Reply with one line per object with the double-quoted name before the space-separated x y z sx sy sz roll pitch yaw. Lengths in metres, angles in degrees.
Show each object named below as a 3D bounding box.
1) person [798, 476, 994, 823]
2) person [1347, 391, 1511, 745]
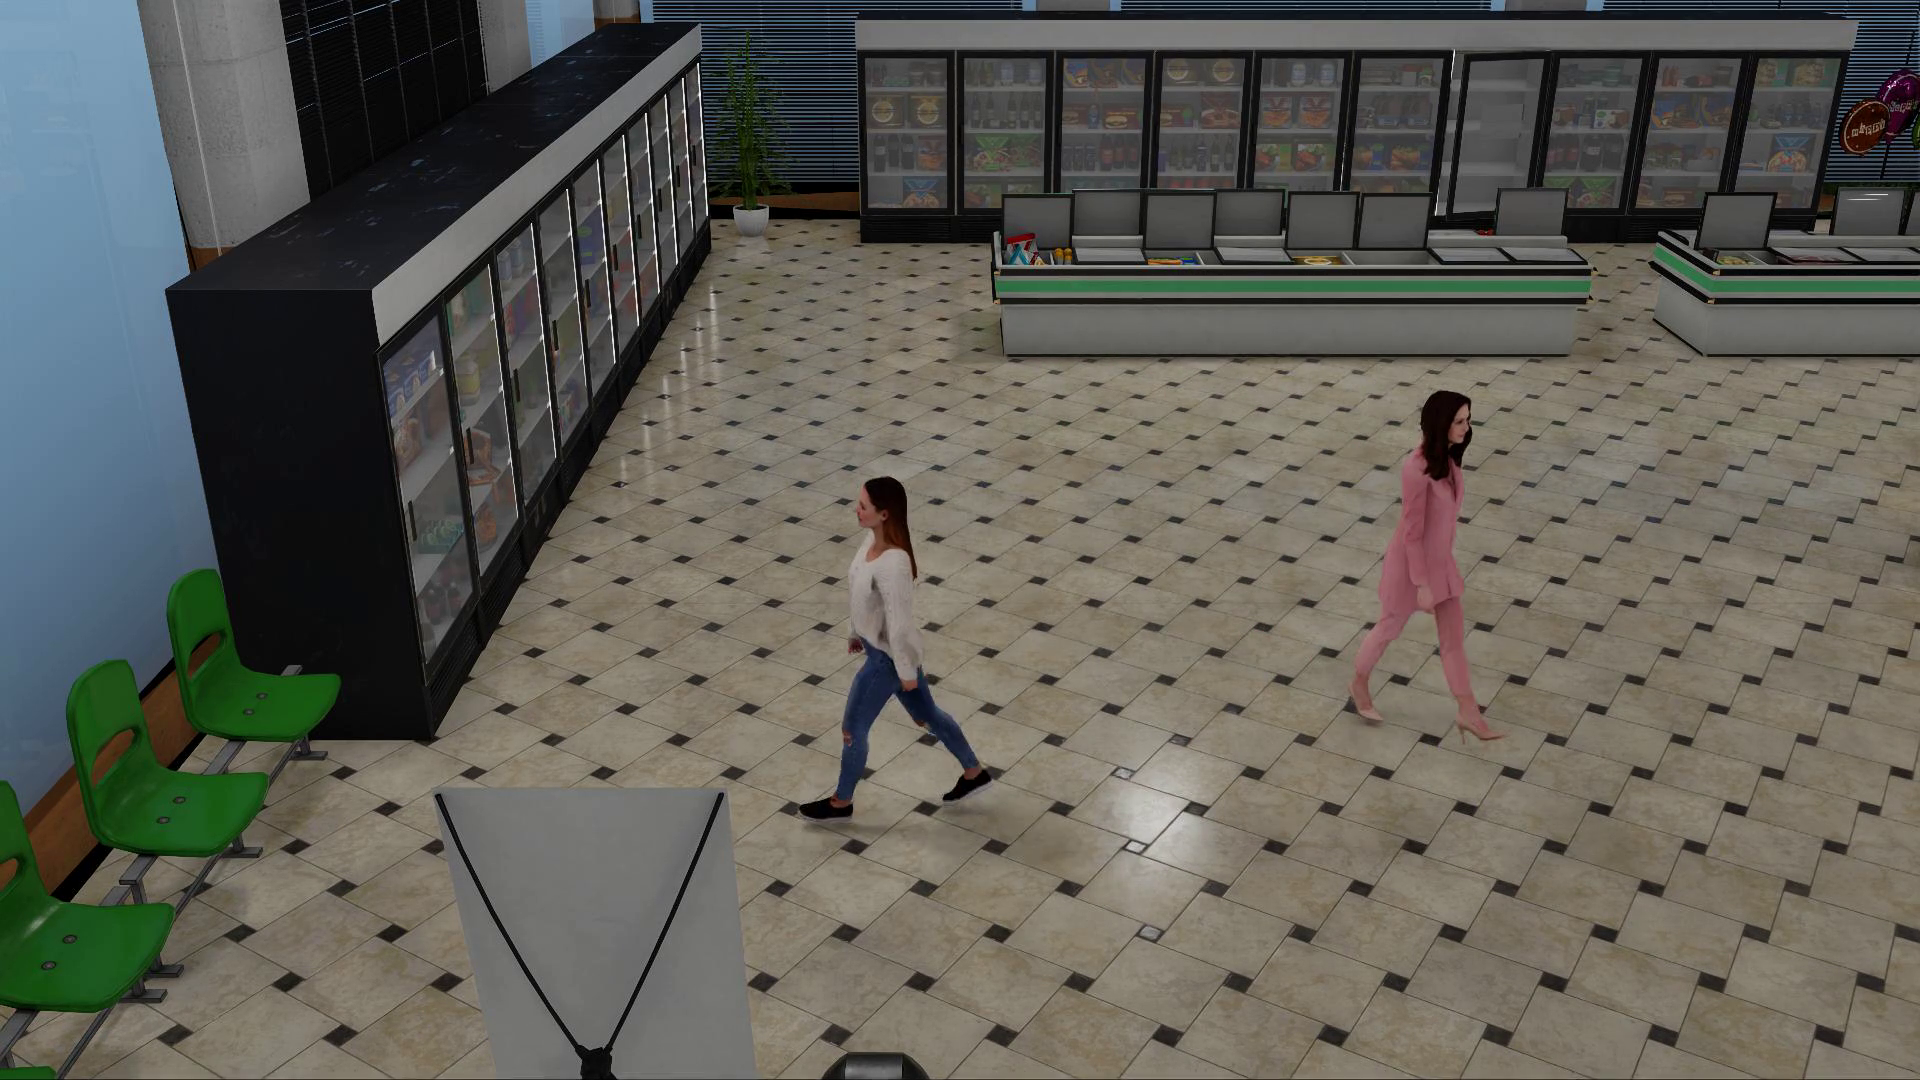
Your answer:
"person" -0.219 0.513 7.332 1.135 1.651 0.675 -2 24 -5
"person" 2.138 0.132 8.066 1.093 1.761 1.129 -20 31 -38
